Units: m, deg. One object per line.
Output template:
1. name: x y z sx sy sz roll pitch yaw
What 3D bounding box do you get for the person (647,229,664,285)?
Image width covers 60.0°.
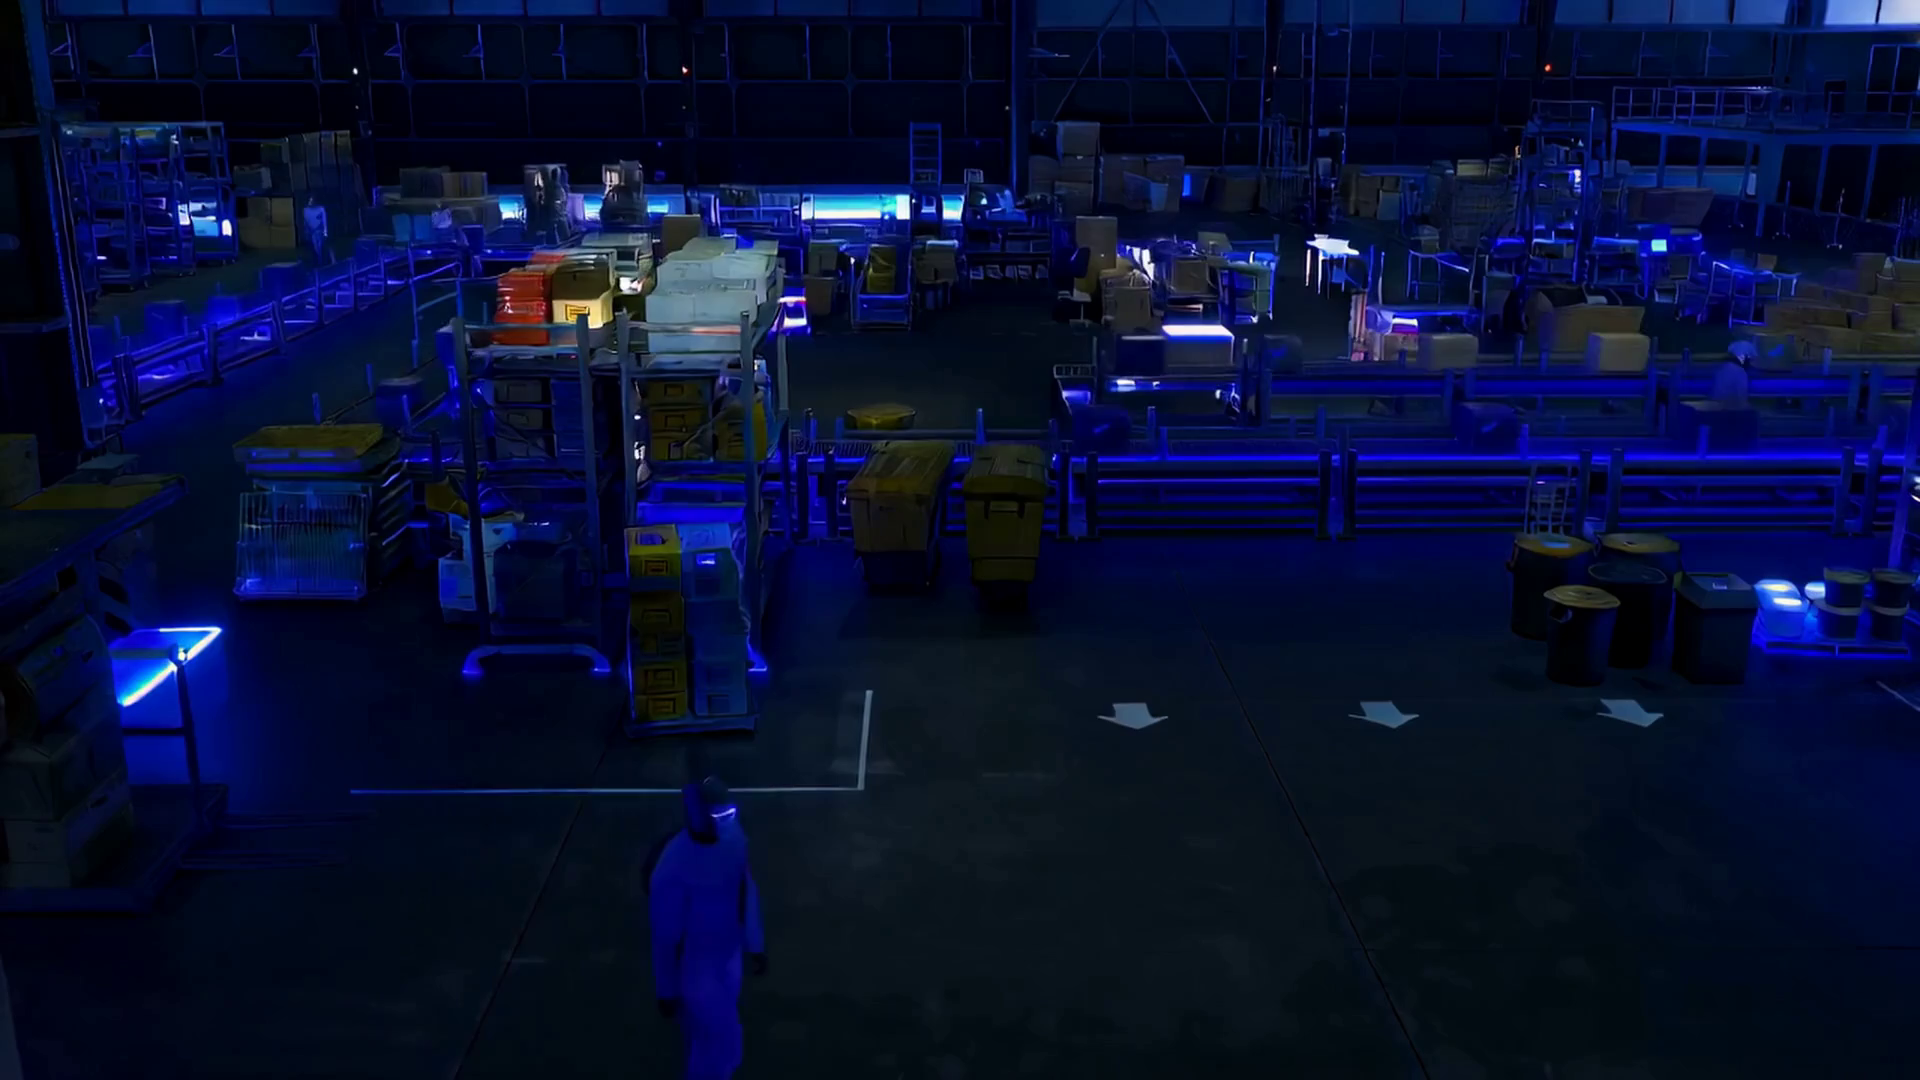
1. person: -6.291 -5.517 34.248 0.318 1.764 0.522 11 20 34

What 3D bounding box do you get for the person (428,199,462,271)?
1. person: -12.783 -7.529 41.189 0.623 1.781 0.912 12 20 35

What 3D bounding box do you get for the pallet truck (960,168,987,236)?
1. pallet truck: 0.383 -10.230 50.206 0.823 1.965 1.885 -1 16 -3

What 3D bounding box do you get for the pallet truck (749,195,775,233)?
1. pallet truck: -6.051 -9.967 50.660 0.680 1.201 1.601 0 16 -1

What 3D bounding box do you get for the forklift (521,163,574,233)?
1. forklift: -12.233 -10.122 49.298 1.157 1.987 2.680 0 16 -1

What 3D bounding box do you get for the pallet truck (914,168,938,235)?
1. pallet truck: -0.989 -10.316 50.507 0.823 1.965 1.885 1 16 3

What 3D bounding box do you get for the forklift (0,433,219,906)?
1. forklift: -5.952 0.780 10.366 1.873 2.768 1.129 0 16 -1

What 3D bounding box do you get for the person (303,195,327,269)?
1. person: -16.016 -7.613 41.285 0.666 1.895 0.427 4 17 15

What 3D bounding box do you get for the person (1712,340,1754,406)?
1. person: 9.360 -1.546 20.357 0.674 1.810 0.595 0 16 -2

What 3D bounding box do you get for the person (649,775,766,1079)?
1. person: -1.125 2.005 7.811 0.546 1.921 0.661 7 18 24

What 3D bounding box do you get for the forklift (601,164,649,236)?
1. forklift: -9.948 -10.127 49.296 1.157 1.987 2.680 -1 16 -3

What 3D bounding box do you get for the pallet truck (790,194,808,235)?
1. pallet truck: -4.814 -9.883 50.259 0.704 1.261 1.522 -1 16 -3

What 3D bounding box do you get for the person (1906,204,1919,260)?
1. person: 23.738 -7.629 41.113 0.606 2.038 0.393 6 17 19

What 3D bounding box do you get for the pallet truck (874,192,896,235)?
1. pallet truck: -2.277 -9.986 50.594 0.653 1.274 1.630 0 16 -1
